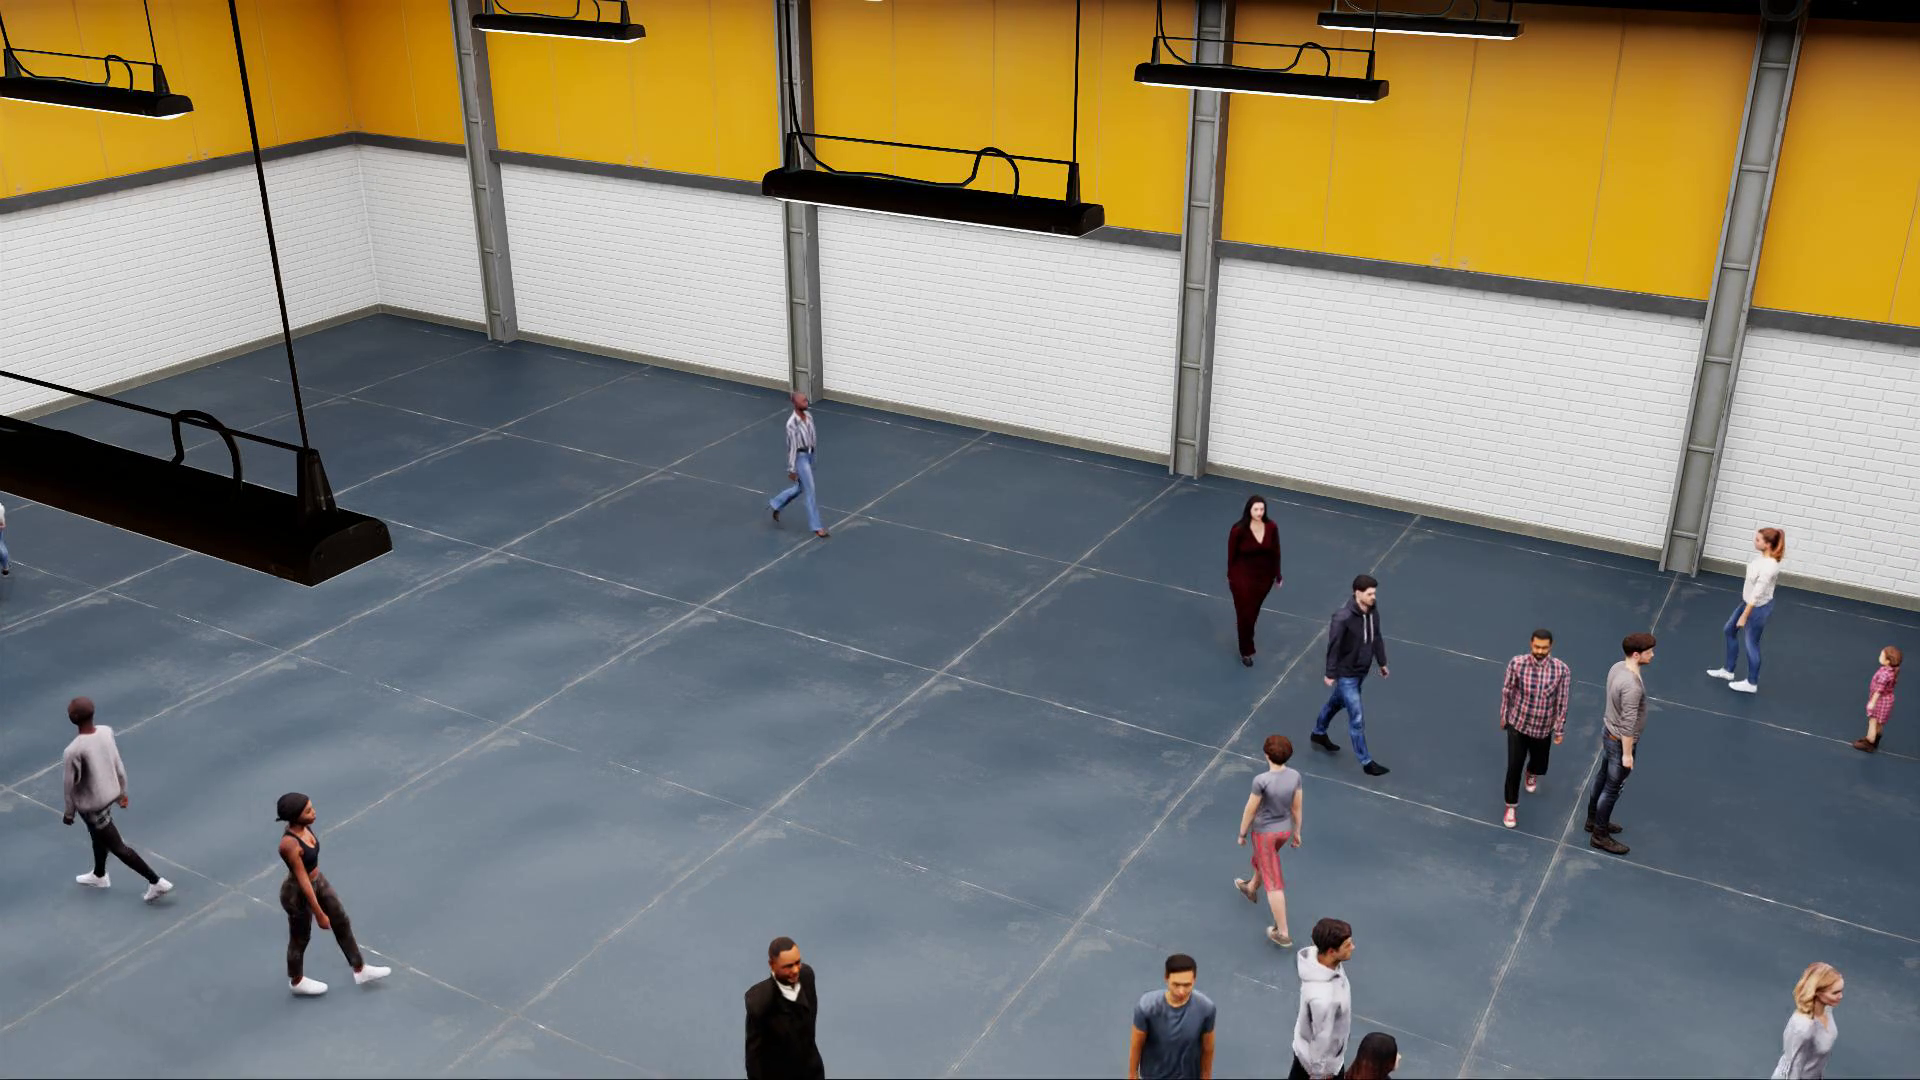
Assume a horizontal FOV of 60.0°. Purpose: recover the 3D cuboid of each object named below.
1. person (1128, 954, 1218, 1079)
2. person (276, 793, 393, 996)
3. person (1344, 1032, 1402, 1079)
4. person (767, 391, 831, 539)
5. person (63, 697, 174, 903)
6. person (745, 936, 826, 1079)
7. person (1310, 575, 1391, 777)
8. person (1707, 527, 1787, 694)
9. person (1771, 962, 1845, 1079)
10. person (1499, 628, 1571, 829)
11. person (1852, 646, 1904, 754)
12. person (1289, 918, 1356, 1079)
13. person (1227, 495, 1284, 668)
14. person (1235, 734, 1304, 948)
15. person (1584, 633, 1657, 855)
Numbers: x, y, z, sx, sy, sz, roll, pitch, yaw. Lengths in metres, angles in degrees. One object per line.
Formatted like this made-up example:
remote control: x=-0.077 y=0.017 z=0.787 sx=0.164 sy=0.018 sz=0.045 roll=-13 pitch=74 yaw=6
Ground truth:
person: x=1.266 y=3.179 z=10.077 sx=0.764 sy=1.797 sz=0.838 roll=-2 pitch=24 yaw=-4
person: x=-4.694 y=2.526 z=11.724 sx=1.027 sy=1.674 sz=0.887 roll=-1 pitch=24 yaw=-3
person: x=2.244 y=3.514 z=9.572 sx=1.197 sy=1.588 sz=0.996 roll=0 pitch=24 yaw=1
person: x=-1.920 y=-0.890 z=19.424 sx=1.107 sy=1.767 sz=0.719 roll=10 pitch=25 yaw=21
person: x=-6.531 y=2.030 z=12.767 sx=1.216 sy=1.747 sz=0.884 roll=4 pitch=24 yaw=9
person: x=-1.115 y=3.158 z=10.044 sx=1.011 sy=1.862 sz=1.360 roll=-19 pitch=30 yaw=-36
person: x=3.393 y=1.131 z=14.719 sx=0.978 sy=1.832 sz=1.264 roll=-18 pitch=29 yaw=-35
person: x=7.693 y=0.684 z=15.889 sx=0.719 sy=1.714 sz=0.677 roll=9 pitch=25 yaw=20
person: x=4.919 y=3.241 z=9.951 sx=0.758 sy=1.785 sz=0.927 roll=-20 pitch=30 yaw=-38
person: x=4.803 y=1.512 z=13.960 sx=0.988 sy=1.741 sz=0.898 roll=7 pitch=25 yaw=16
person: x=8.341 y=1.436 z=15.036 sx=0.490 sy=1.019 sz=0.469 roll=21 pitch=31 yaw=39
person: x=2.093 y=3.101 z=10.134 sx=1.300 sy=1.895 sz=1.015 roll=2 pitch=24 yaw=5
person: x=2.885 y=0.334 z=16.668 sx=0.959 sy=1.730 sz=1.025 roll=-8 pitch=25 yaw=-17
person: x=2.359 y=2.263 z=12.410 sx=1.061 sy=1.606 sz=1.175 roll=-8 pitch=25 yaw=-18
person: x=5.363 y=1.613 z=13.526 sx=0.706 sy=1.903 sz=0.768 roll=4 pitch=24 yaw=10
